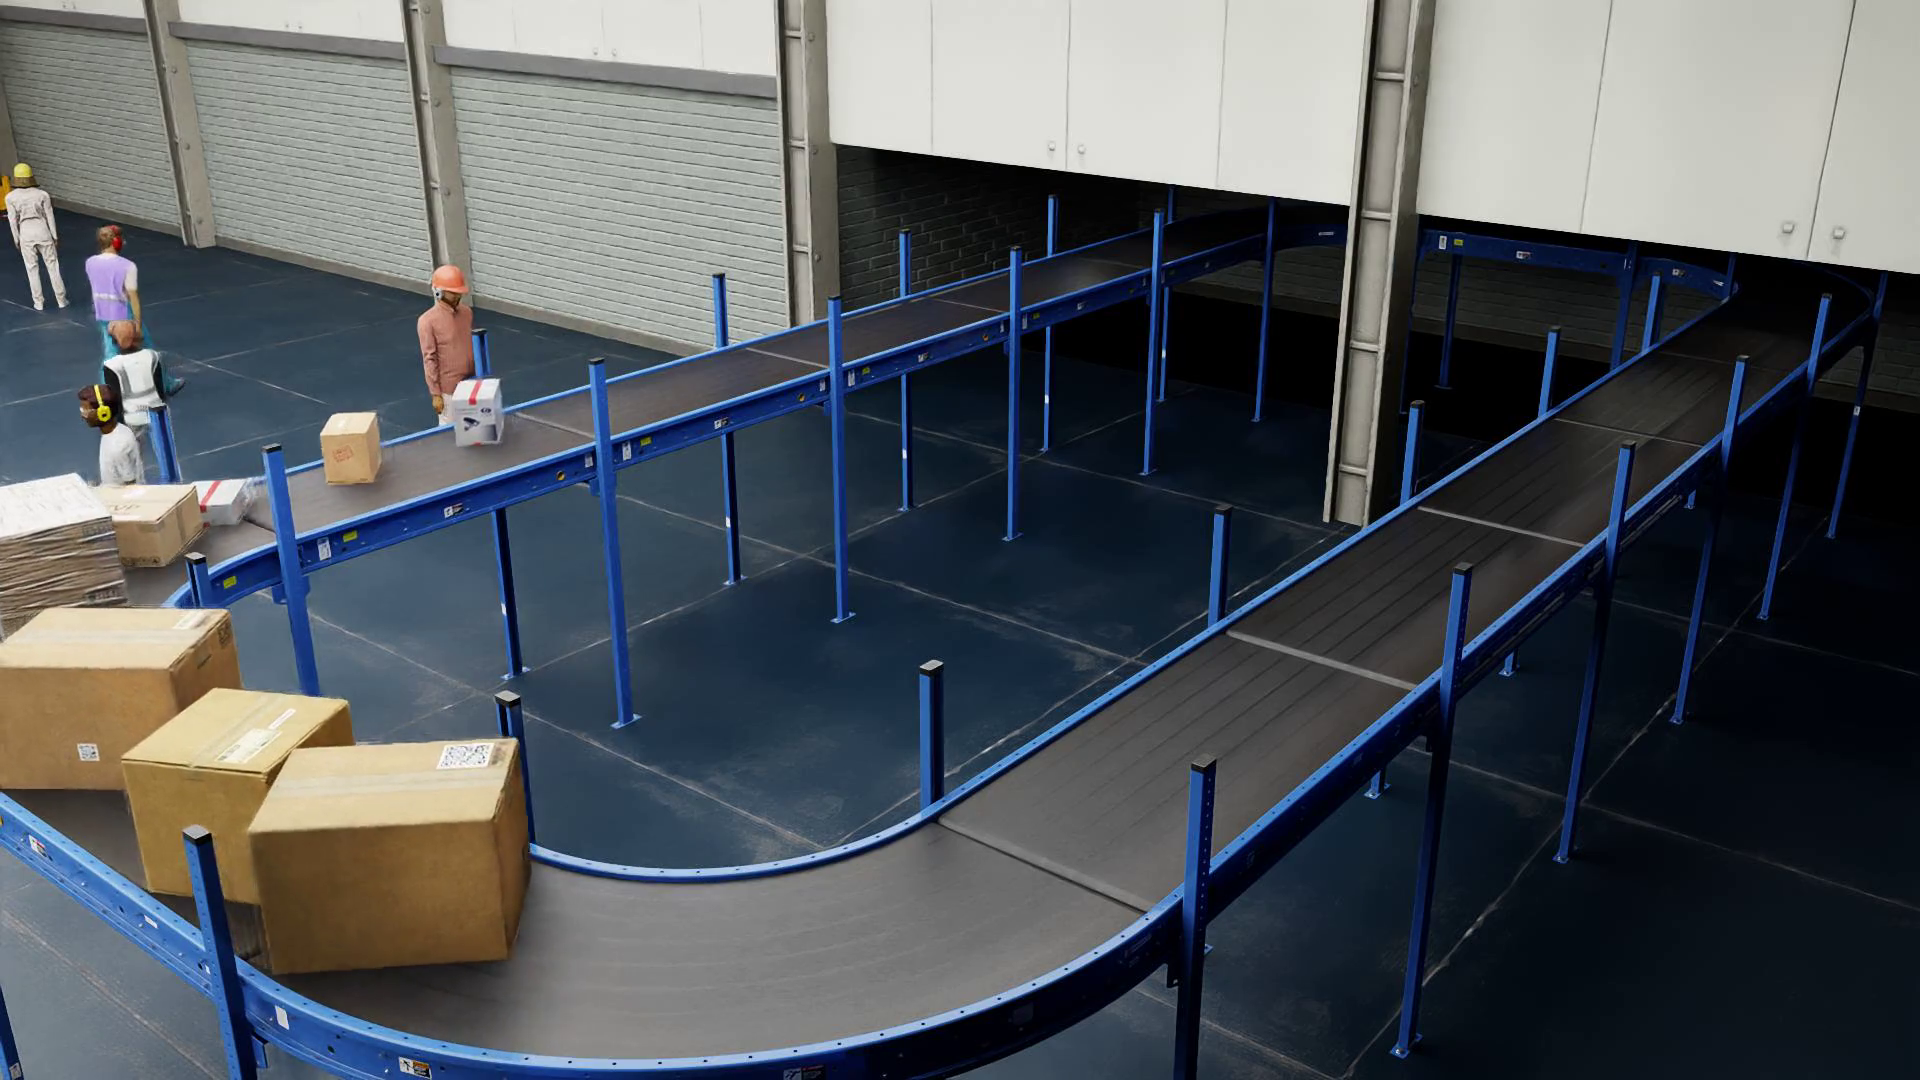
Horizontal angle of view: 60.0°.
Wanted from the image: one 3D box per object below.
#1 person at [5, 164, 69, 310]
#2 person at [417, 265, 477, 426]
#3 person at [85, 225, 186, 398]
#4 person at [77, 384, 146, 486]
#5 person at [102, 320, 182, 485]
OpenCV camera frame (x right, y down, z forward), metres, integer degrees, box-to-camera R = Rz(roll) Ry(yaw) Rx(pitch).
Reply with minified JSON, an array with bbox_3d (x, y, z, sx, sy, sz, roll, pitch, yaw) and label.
[{"bbox_3d":[-11.193,-3.670,20.132,0.489,1.743,0.322,-10,24,-25],"label":"person"},{"bbox_3d":[-4.158,-1.282,13.731,0.383,1.992,0.609,9,23,21],"label":"person"},{"bbox_3d":[-8.132,-2.180,16.274,0.572,1.801,0.939,4,22,11],"label":"person"},{"bbox_3d":[-5.491,-0.130,10.977,0.310,1.864,0.533,-11,24,-26],"label":"person"},{"bbox_3d":[-6.704,-1.008,13.567,0.782,1.593,0.528,13,25,30],"label":"person"}]
